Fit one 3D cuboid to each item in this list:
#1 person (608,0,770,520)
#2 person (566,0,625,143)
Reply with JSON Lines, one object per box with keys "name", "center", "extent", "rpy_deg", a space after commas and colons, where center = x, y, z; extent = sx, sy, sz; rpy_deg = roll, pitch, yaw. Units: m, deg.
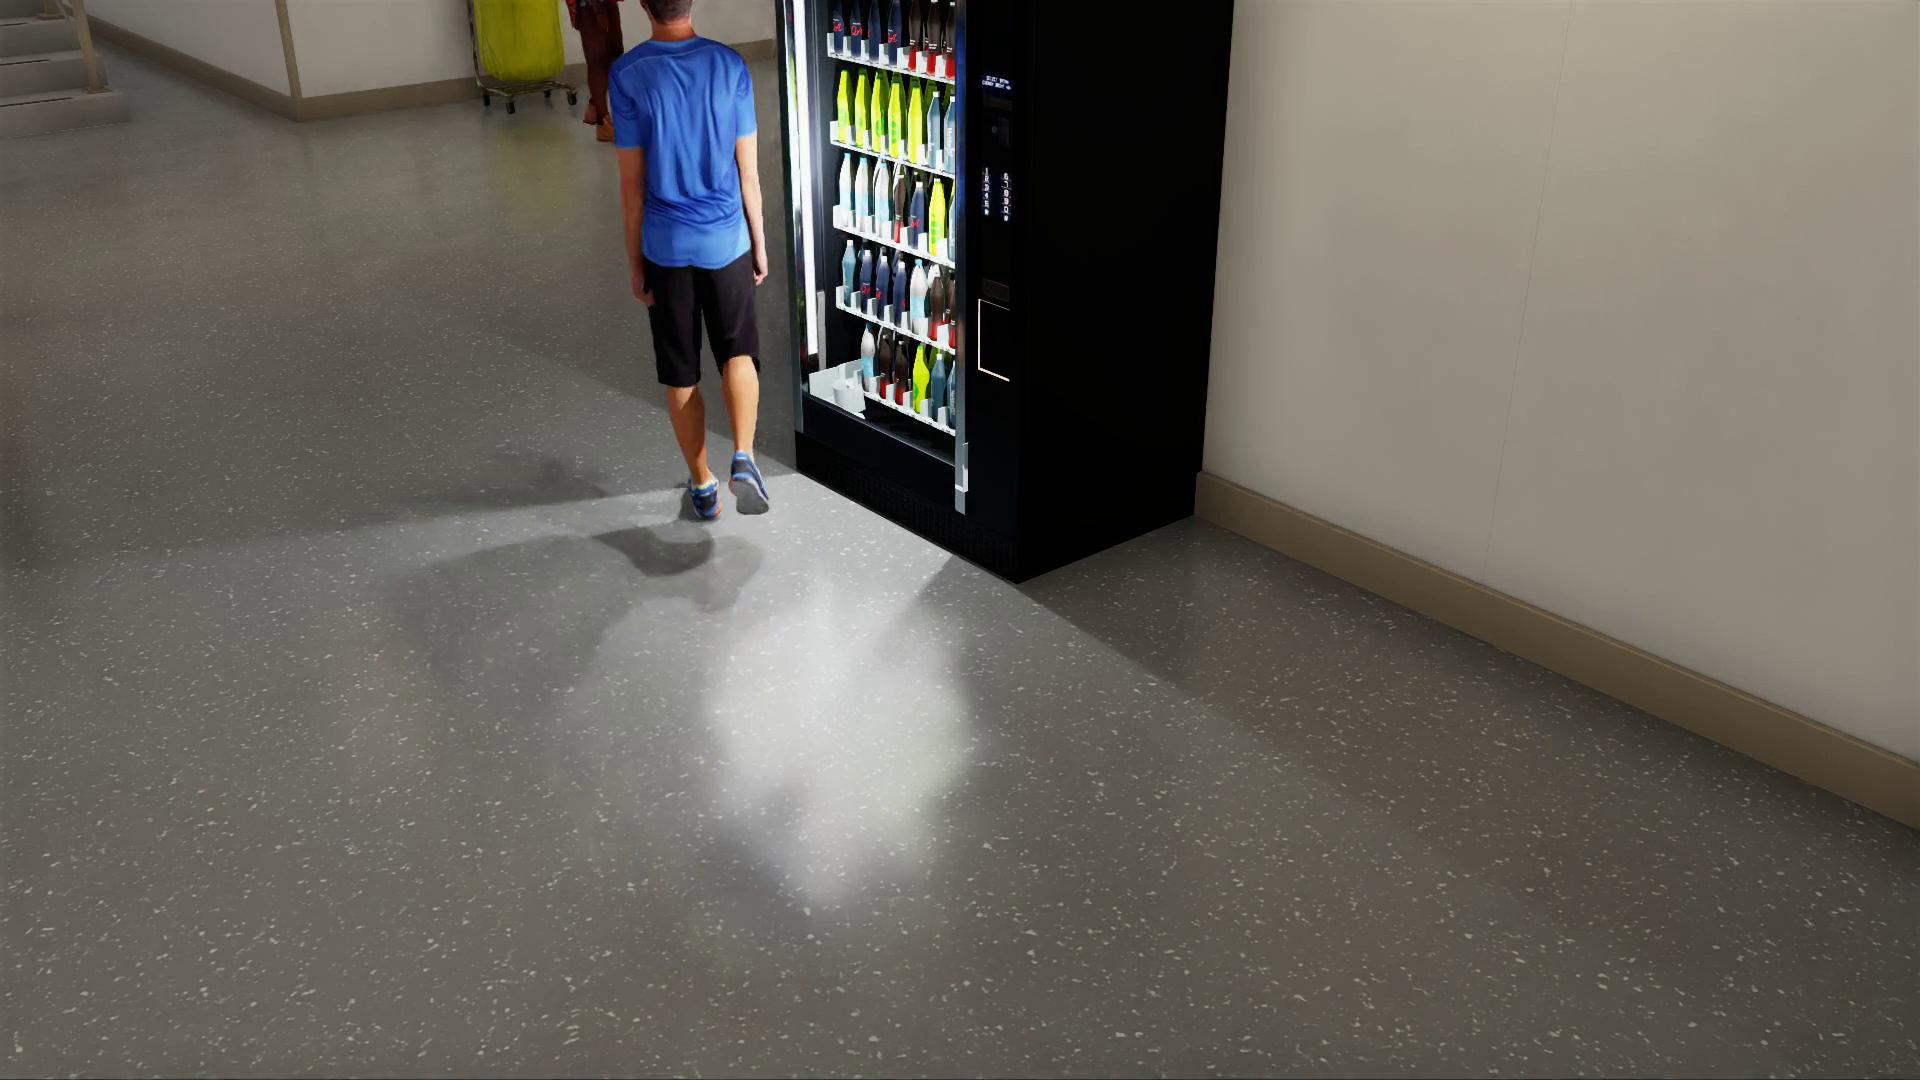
{"name": "person", "center": [-0.820, -0.879, 5.251], "extent": [0.851, 1.852, 1.012], "rpy_deg": [-7, 27, -13]}
{"name": "person", "center": [-2.440, -3.442, 10.718], "extent": [0.823, 1.720, 0.762], "rpy_deg": [2, 26, 4]}
